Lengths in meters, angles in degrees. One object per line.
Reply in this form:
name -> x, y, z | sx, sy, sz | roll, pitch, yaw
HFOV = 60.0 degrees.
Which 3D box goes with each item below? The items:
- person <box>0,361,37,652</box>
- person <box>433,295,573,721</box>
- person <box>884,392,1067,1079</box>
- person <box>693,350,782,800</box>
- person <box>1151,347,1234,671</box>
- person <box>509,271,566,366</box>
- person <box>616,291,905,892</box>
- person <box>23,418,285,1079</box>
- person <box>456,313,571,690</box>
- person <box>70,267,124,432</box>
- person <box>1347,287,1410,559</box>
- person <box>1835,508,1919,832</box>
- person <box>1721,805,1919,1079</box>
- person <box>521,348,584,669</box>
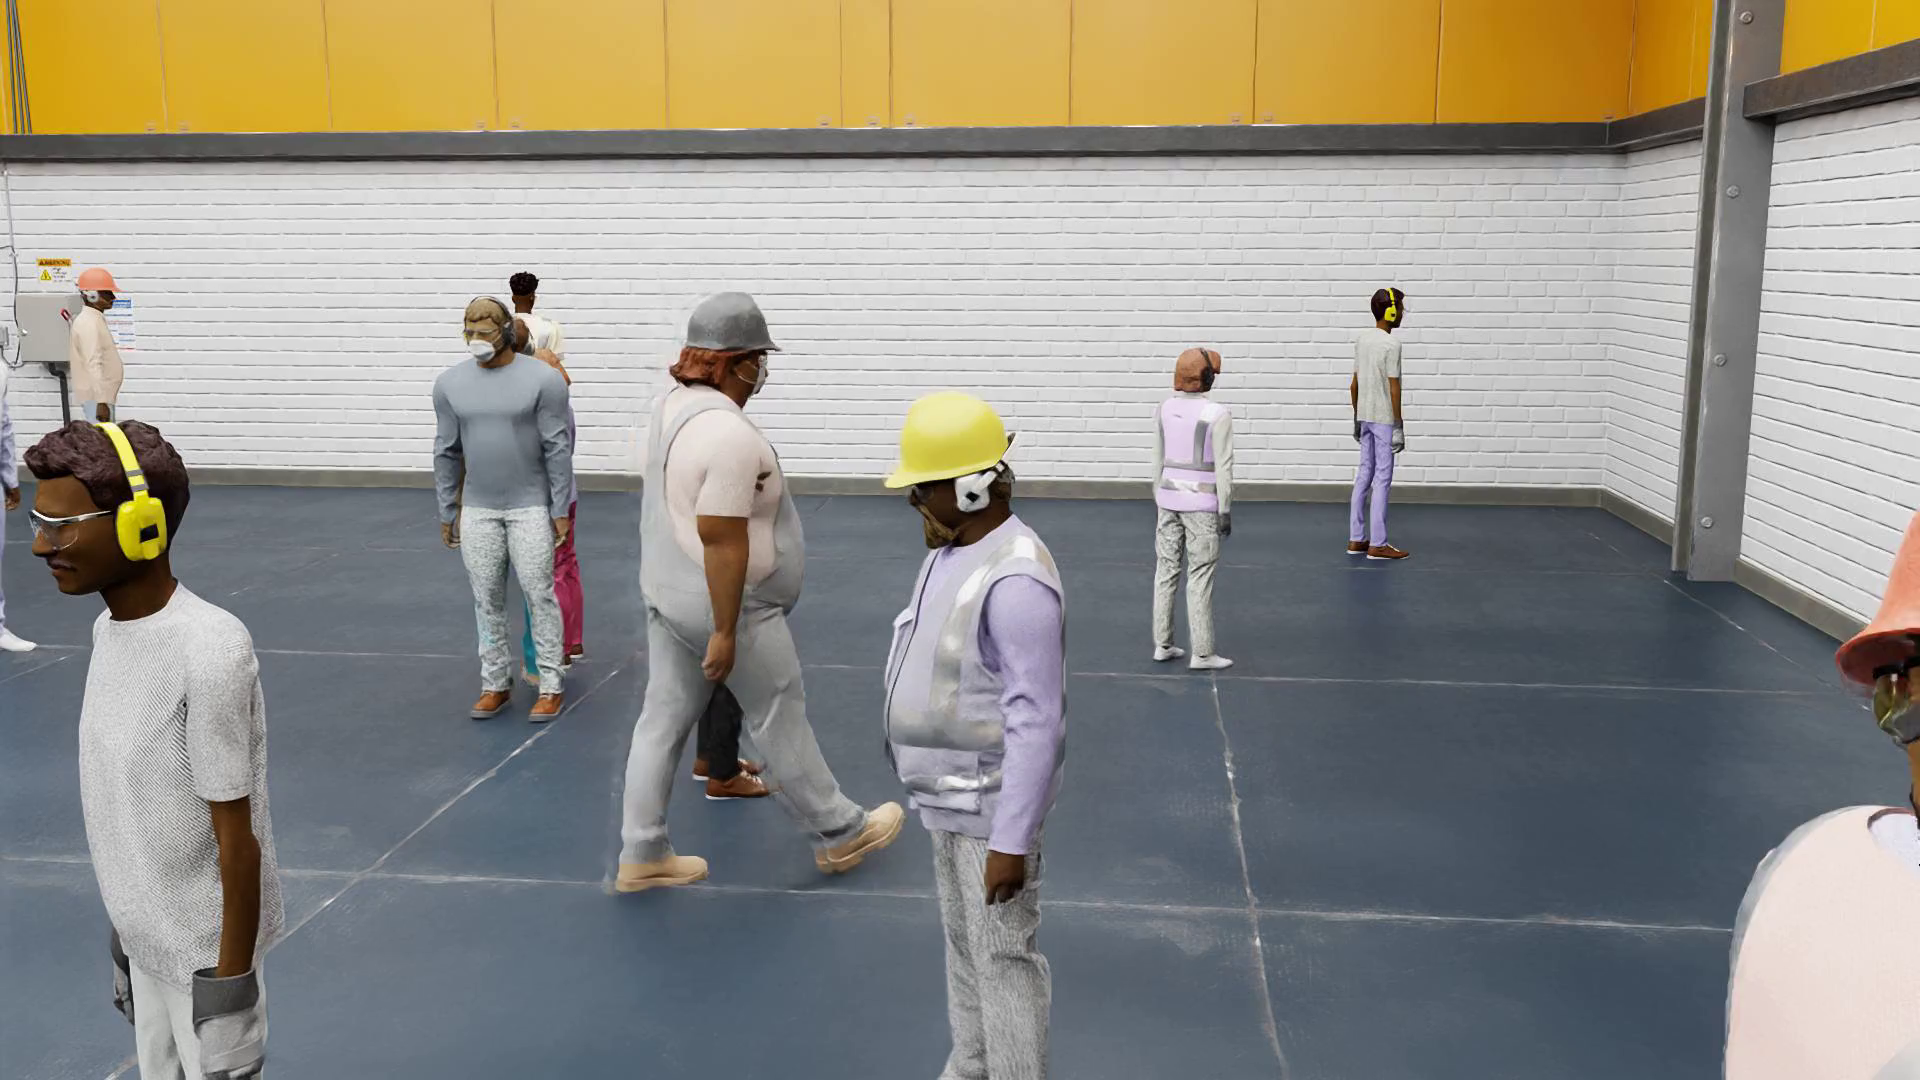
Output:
person -> -5.146, -0.313, 8.593 | 0.388, 1.910, 0.586 | 3, 10, 15
person -> -2.060, -0.138, 7.532 | 0.639, 1.928, 0.374 | 1, 10, 5
person -> 0.031, 0.573, 3.763 | 0.404, 1.819, 0.591 | -3, 10, -15
person -> -0.891, 0.085, 6.467 | 0.324, 1.854, 0.530 | -3, 10, -19
person -> 1.175, -0.157, 8.463 | 0.312, 1.639, 0.519 | -8, 13, -40
person -> -3.308, -1.067, 12.732 | 0.607, 1.965, 0.367 | -1, 10, -5
person -> -0.700, 0.151, 5.545 | 1.019, 2.000, 0.700 | -6, 12, -33
person -> -1.319, 0.721, 2.813 | 0.510, 1.861, 0.324 | 9, 13, 41
person -> -2.127, -0.158, 7.926 | 0.541, 1.828, 0.500 | -2, 10, -12
person -> -6.602, -1.093, 12.806 | 0.401, 1.990, 0.623 | -4, 11, -24
person -> 2.908, -0.804, 11.508 | 0.313, 1.869, 0.538 | -4, 11, -21
person -> 0.831, 0.925, 1.251 | 0.533, 1.994, 0.638 | 9, 13, 41
person -> 0.931, 0.946, 1.603 | 0.431, 1.836, 0.671 | 1, 10, 6
person -> -2.096, -0.157, 8.476 | 0.280, 1.632, 0.503 | 1, 10, 6
